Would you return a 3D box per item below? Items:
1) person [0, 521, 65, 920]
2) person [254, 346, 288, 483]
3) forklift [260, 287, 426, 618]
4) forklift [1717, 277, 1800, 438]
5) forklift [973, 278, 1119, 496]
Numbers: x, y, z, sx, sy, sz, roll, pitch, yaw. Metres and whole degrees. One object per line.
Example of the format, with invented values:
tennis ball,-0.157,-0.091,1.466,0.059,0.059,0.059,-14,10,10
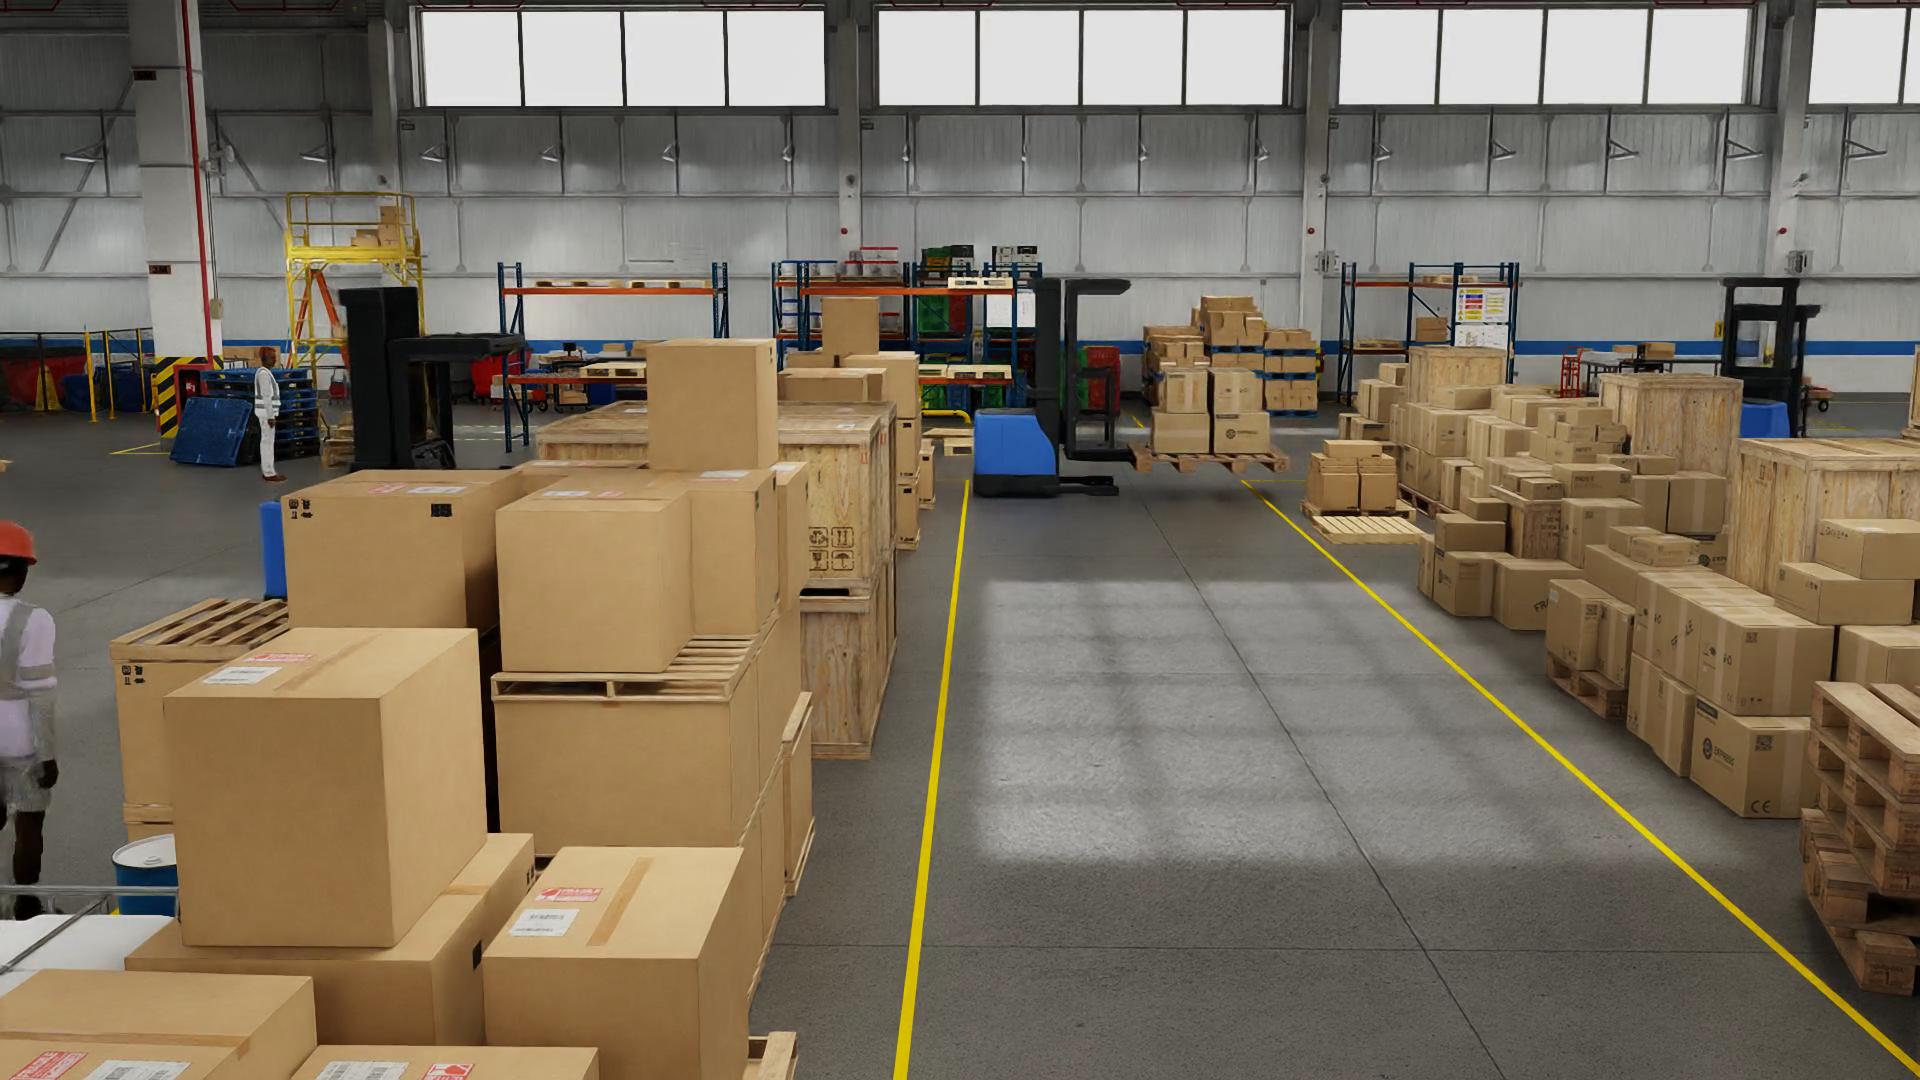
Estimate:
person,-4.218,0.883,7.253,0.585,1.907,0.636,1,10,8
person,-9.549,-1.729,22.970,0.355,1.886,0.572,-4,10,-25
forklift,-4.775,-0.711,13.897,1.873,2.768,1.129,0,9,1
forklift,11.255,-2.330,23.589,1.129,2.768,1.873,8,13,41
forklift,1.114,-2.013,21.692,1.873,2.768,1.129,0,9,1
